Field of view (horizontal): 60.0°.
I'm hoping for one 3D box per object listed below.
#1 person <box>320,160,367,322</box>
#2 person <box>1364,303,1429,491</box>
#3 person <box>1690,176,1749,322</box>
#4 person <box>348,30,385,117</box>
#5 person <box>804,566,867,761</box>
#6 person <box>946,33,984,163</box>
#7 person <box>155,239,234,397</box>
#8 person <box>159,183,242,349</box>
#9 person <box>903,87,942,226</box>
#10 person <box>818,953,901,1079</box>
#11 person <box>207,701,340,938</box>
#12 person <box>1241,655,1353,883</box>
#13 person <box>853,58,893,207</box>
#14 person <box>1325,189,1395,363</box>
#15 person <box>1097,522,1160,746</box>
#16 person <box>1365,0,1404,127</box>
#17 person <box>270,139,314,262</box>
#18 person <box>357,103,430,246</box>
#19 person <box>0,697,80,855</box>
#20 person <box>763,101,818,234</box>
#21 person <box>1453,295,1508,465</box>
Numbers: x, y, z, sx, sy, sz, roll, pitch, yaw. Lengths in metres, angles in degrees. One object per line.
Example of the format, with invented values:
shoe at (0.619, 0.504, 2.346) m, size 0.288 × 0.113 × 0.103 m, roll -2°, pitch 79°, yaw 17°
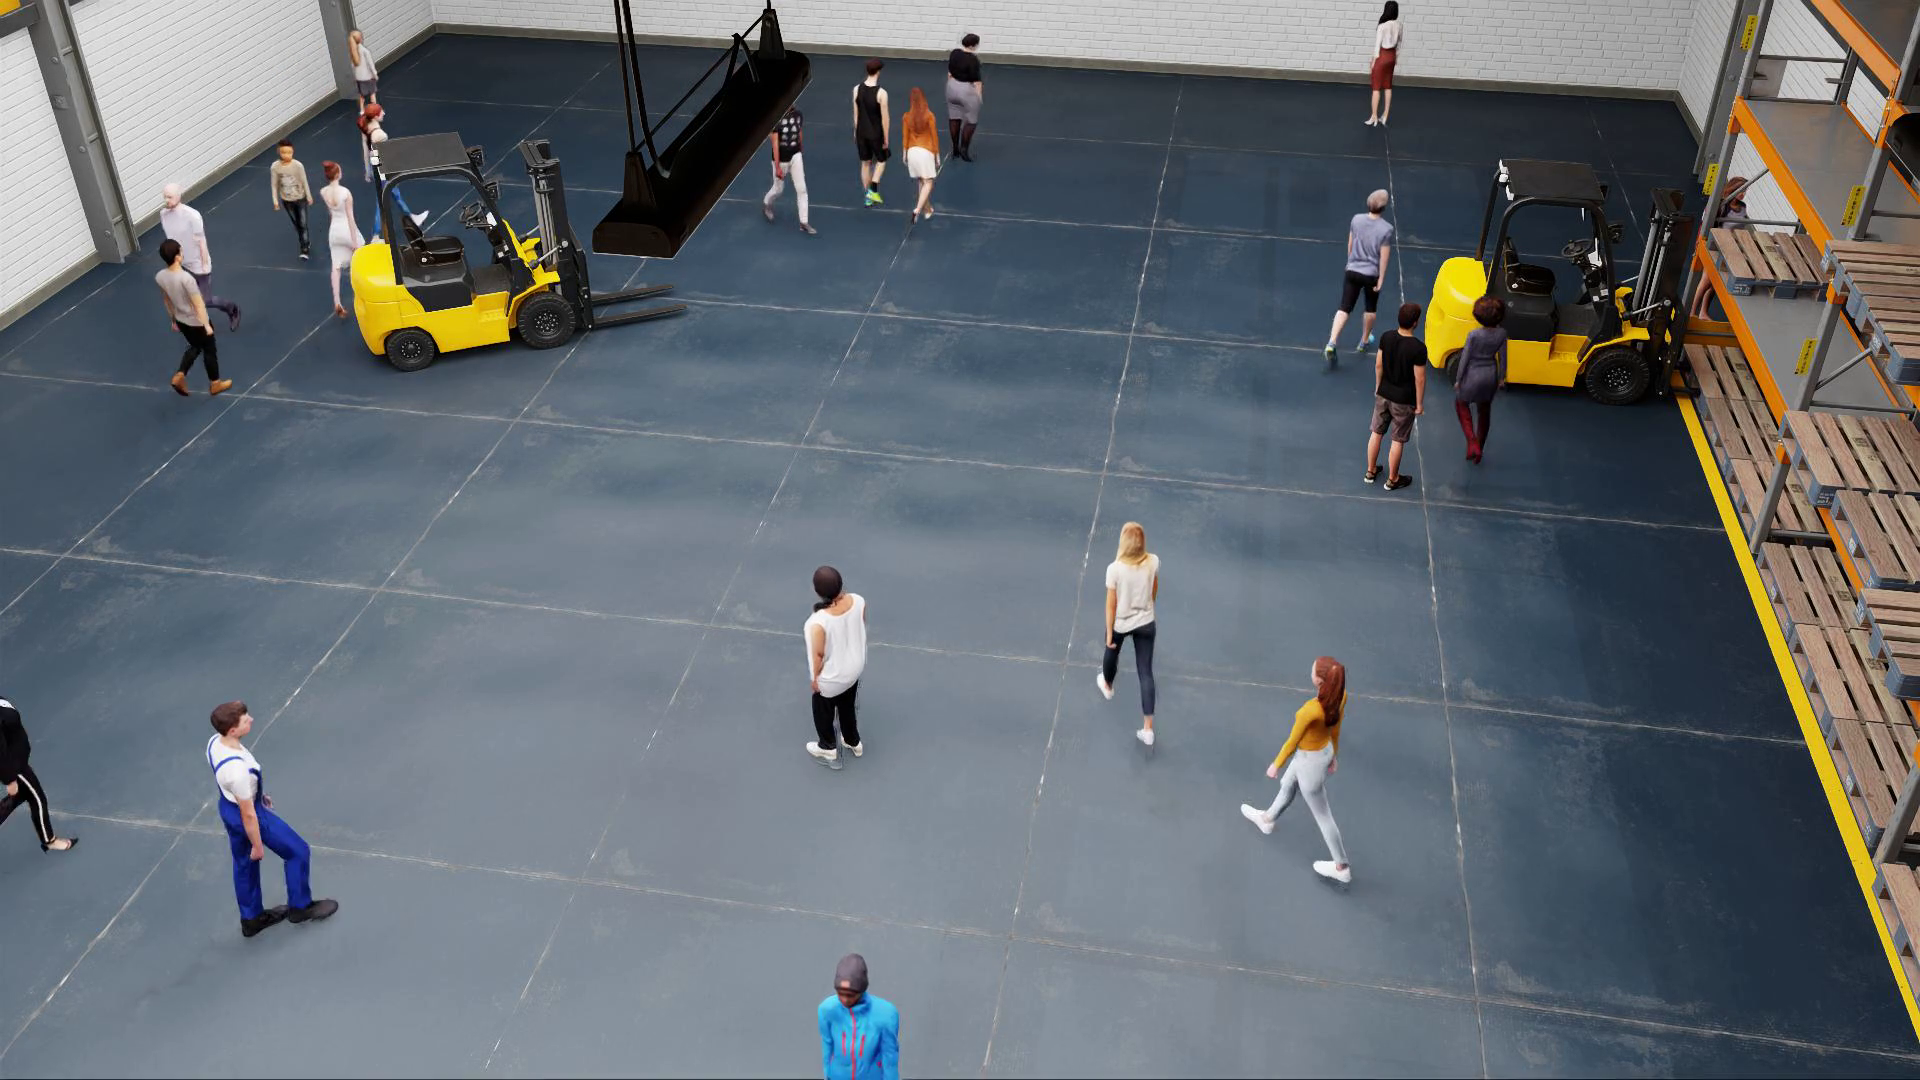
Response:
person at (-6.840, -3.256, 18.308) m, size 0.666 × 1.736 × 1.123 m, roll 10°, pitch 35°, yaw 14°
person at (4.009, -1.331, 15.299) m, size 0.765 × 1.862 × 0.786 m, roll 29°, pitch 43°, yaw 36°
person at (8.283, -3.147, 18.148) m, size 0.683 × 1.733 × 0.733 m, roll -19°, pitch 38°, yaw -26°
person at (-8.571, -6.668, 23.860) m, size 0.568 × 1.273 × 0.601 m, roll 12°, pitch 36°, yaw 18°
person at (-0.901, 0.912, 12.082) m, size 0.852 × 1.688 × 0.768 m, roll 27°, pitch 42°, yaw 35°
person at (0.018, -5.984, 22.423) m, size 0.843 × 1.726 × 0.860 m, roll 13°, pitch 36°, yaw 19°
person at (-7.785, -2.184, 16.721) m, size 0.735 × 1.708 × 0.930 m, roll 14°, pitch 36°, yaw 21°
person at (-8.153, -2.985, 17.823) m, size 0.824 × 1.823 × 0.993 m, roll 16°, pitch 37°, yaw 23°
person at (-0.502, -4.677, 20.504) m, size 0.759 × 1.672 × 1.012 m, roll 13°, pitch 36°, yaw 19°
person at (-0.496, 2.872, 9.060) m, size 0.646 × 1.768 × 1.132 m, roll 4°, pitch 34°, yaw 5°
person at (-4.618, 1.822, 10.585) m, size 0.957 × 1.830 × 0.880 m, roll -27°, pitch 42°, yaw -35°
person at (2.422, 1.558, 11.095) m, size 1.093 × 1.703 × 1.177 m, roll 29°, pitch 43°, yaw 36°
person at (-1.156, -5.084, 20.933) m, size 0.758 × 1.875 × 0.765 m, roll 10°, pitch 35°, yaw 15°
person at (4.178, -2.728, 17.409) m, size 0.942 × 1.854 × 1.236 m, roll 19°, pitch 38°, yaw 26°
person at (1.313, 0.704, 12.321) m, size 0.895 × 1.769 × 1.254 m, roll -6°, pitch 34°, yaw -9°
person at (6.004, -6.745, 23.546) m, size 0.680 × 1.749 × 0.697 m, roll -14°, pitch 36°, yaw -20°
person at (-7.930, -4.087, 19.837) m, size 0.791 × 1.428 × 1.065 m, roll -5°, pitch 34°, yaw -7°
person at (-6.964, -4.302, 19.880) m, size 0.918 × 1.739 × 1.233 m, roll 20°, pitch 38°, yaw 27°
person at (-6.448, 1.544, 11.133) m, size 0.996 × 1.685 × 0.894 m, roll -27°, pitch 42°, yaw -34°
person at (-2.172, -4.678, 20.410) m, size 1.161 × 1.778 × 1.215 m, roll -22°, pitch 39°, yaw -29°
person at (4.892, -1.454, 15.630) m, size 0.779 × 1.701 × 0.822 m, roll -2°, pitch 34°, yaw -4°
